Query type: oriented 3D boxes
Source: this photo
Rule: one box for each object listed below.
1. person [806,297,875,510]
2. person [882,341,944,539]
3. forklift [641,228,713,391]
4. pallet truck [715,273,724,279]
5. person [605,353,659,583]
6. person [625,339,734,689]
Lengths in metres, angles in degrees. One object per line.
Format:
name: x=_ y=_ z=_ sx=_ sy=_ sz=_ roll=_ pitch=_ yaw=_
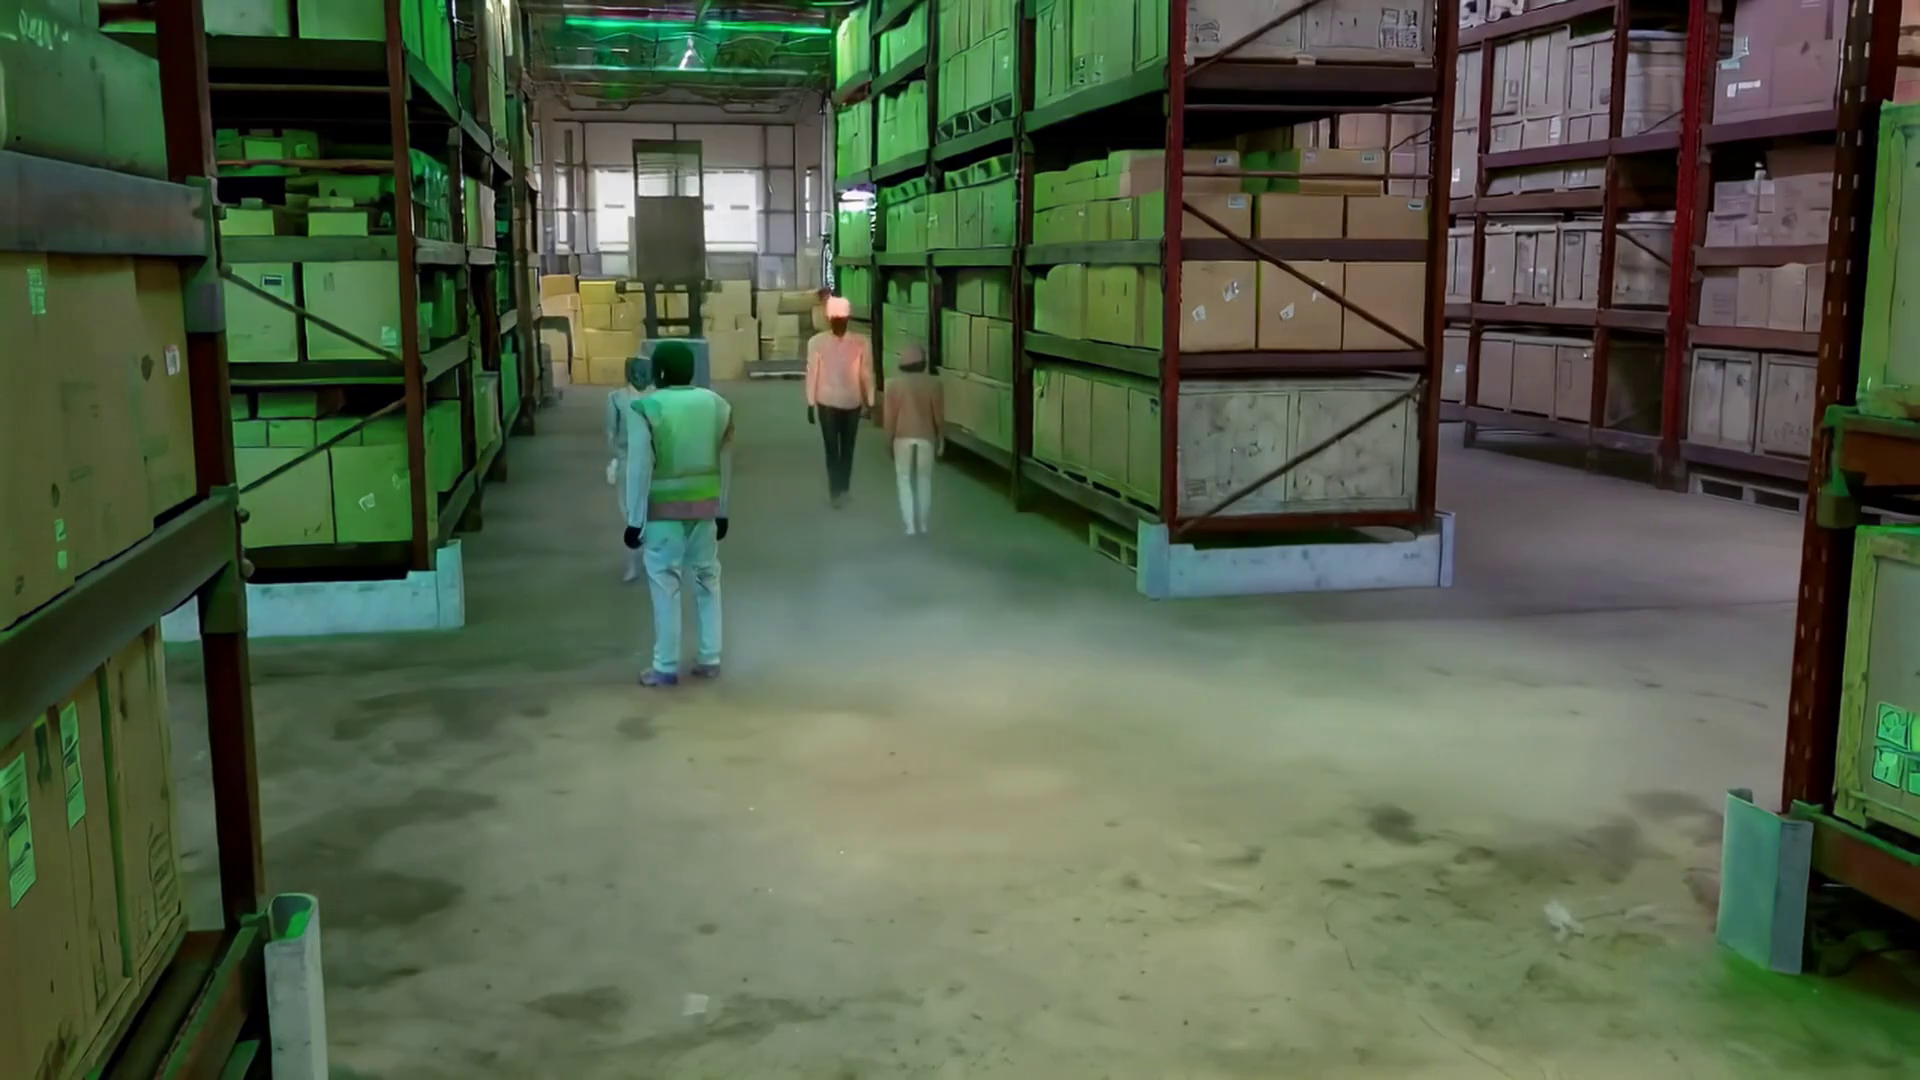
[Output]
person: x=-1.115 y=-1.296 z=15.582 sx=0.633 sy=1.947 sz=1.016 roll=-2 pitch=9 yaw=-10
person: x=-0.381 y=-0.812 z=13.638 sx=0.501 sy=1.645 sz=0.408 roll=-2 pitch=9 yaw=-11
forklift: x=-4.557 y=-3.546 z=26.435 sx=1.129 sy=2.768 sz=1.873 roll=-2 pitch=10 yaw=-12
pallet truck: x=-8.580 y=-8.986 z=62.280 sx=1.885 sy=1.965 sz=0.823 roll=1 pitch=9 yaw=5
person: x=-2.248 y=-0.503 z=11.718 sx=0.556 sy=1.617 sz=0.585 roll=0 pitch=9 yaw=1
person: x=-1.500 y=-0.135 z=8.814 sx=0.637 sy=1.840 sz=0.429 roll=-8 pitch=12 yaw=-40
